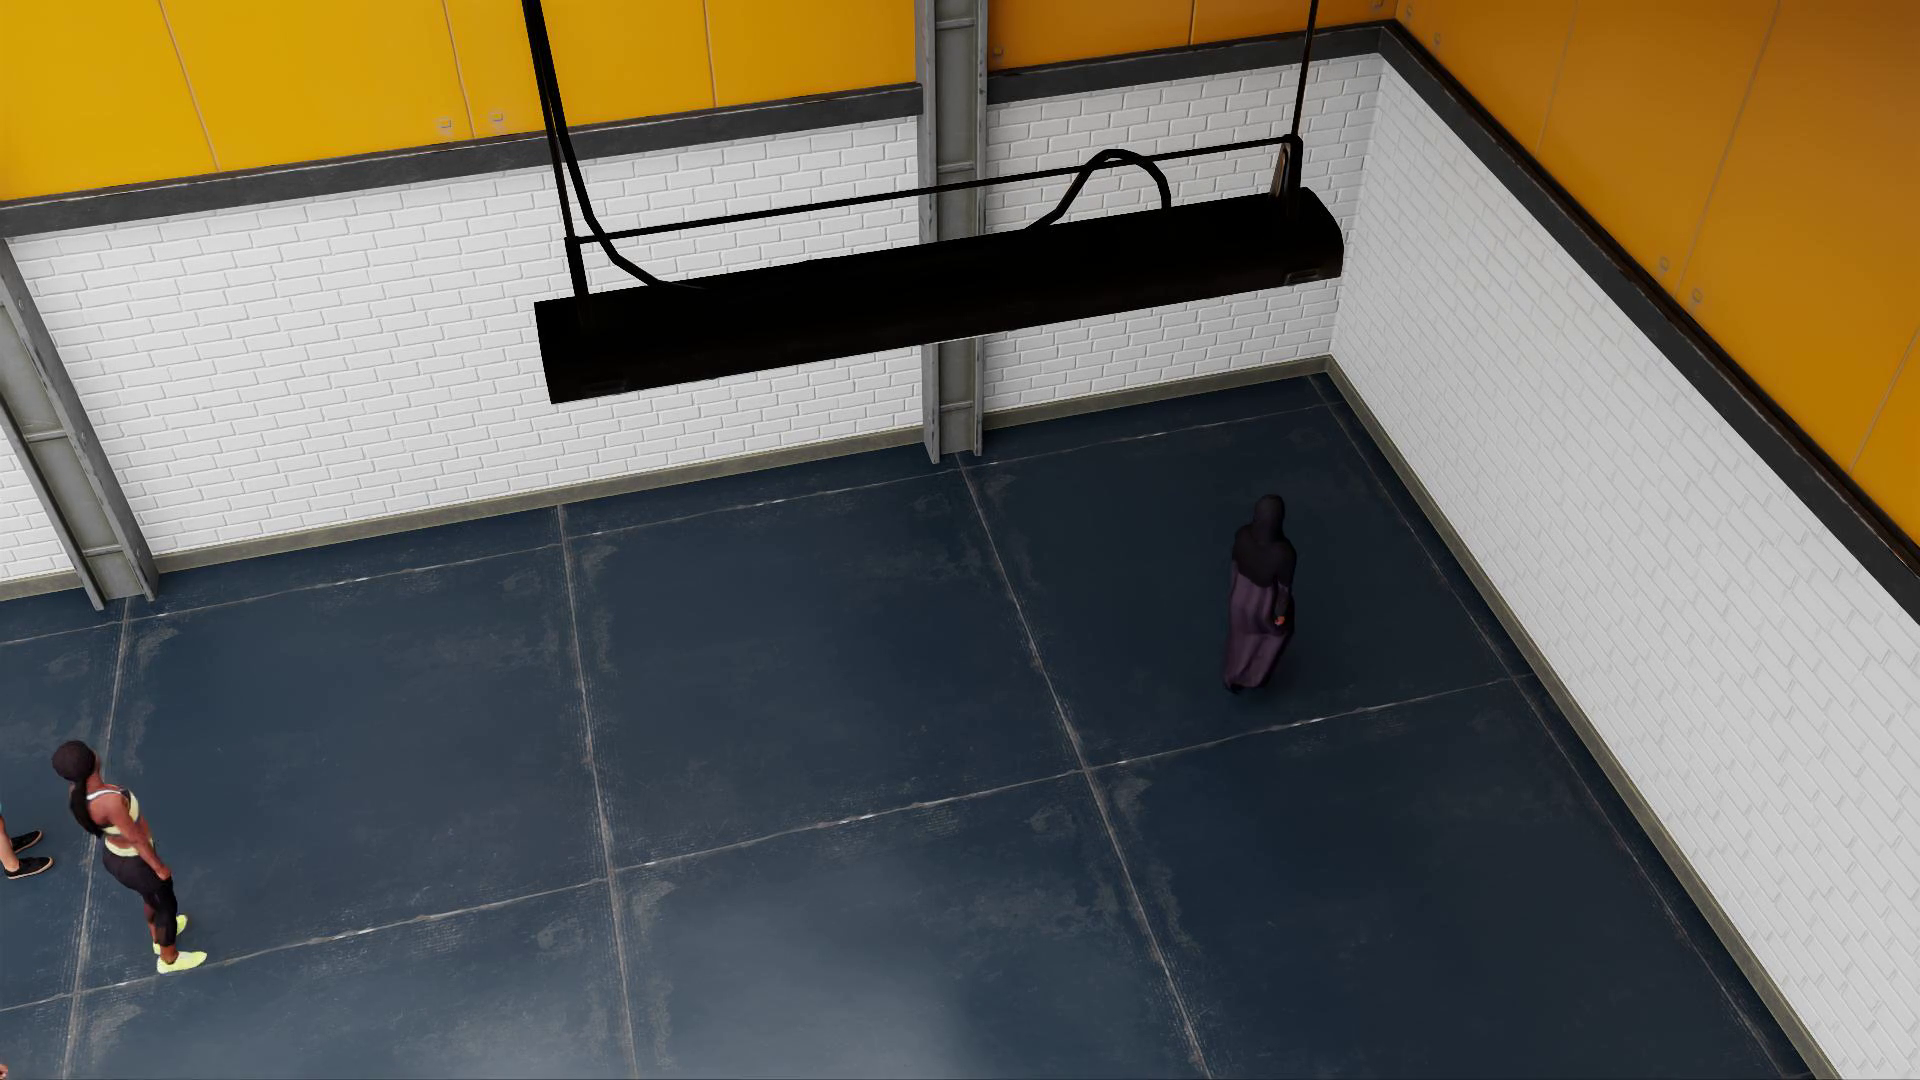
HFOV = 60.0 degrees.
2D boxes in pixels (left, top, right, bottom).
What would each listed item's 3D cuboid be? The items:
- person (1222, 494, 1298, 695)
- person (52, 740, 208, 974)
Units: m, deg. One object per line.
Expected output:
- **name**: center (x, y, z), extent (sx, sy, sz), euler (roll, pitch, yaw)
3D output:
- **person**: center (1.843, 0.388, 10.489), extent (0.801, 1.608, 0.872), euler (31, 52, 28)
- **person**: center (-4.441, 1.729, 8.972), extent (0.734, 1.757, 0.697), euler (-28, 50, -26)
